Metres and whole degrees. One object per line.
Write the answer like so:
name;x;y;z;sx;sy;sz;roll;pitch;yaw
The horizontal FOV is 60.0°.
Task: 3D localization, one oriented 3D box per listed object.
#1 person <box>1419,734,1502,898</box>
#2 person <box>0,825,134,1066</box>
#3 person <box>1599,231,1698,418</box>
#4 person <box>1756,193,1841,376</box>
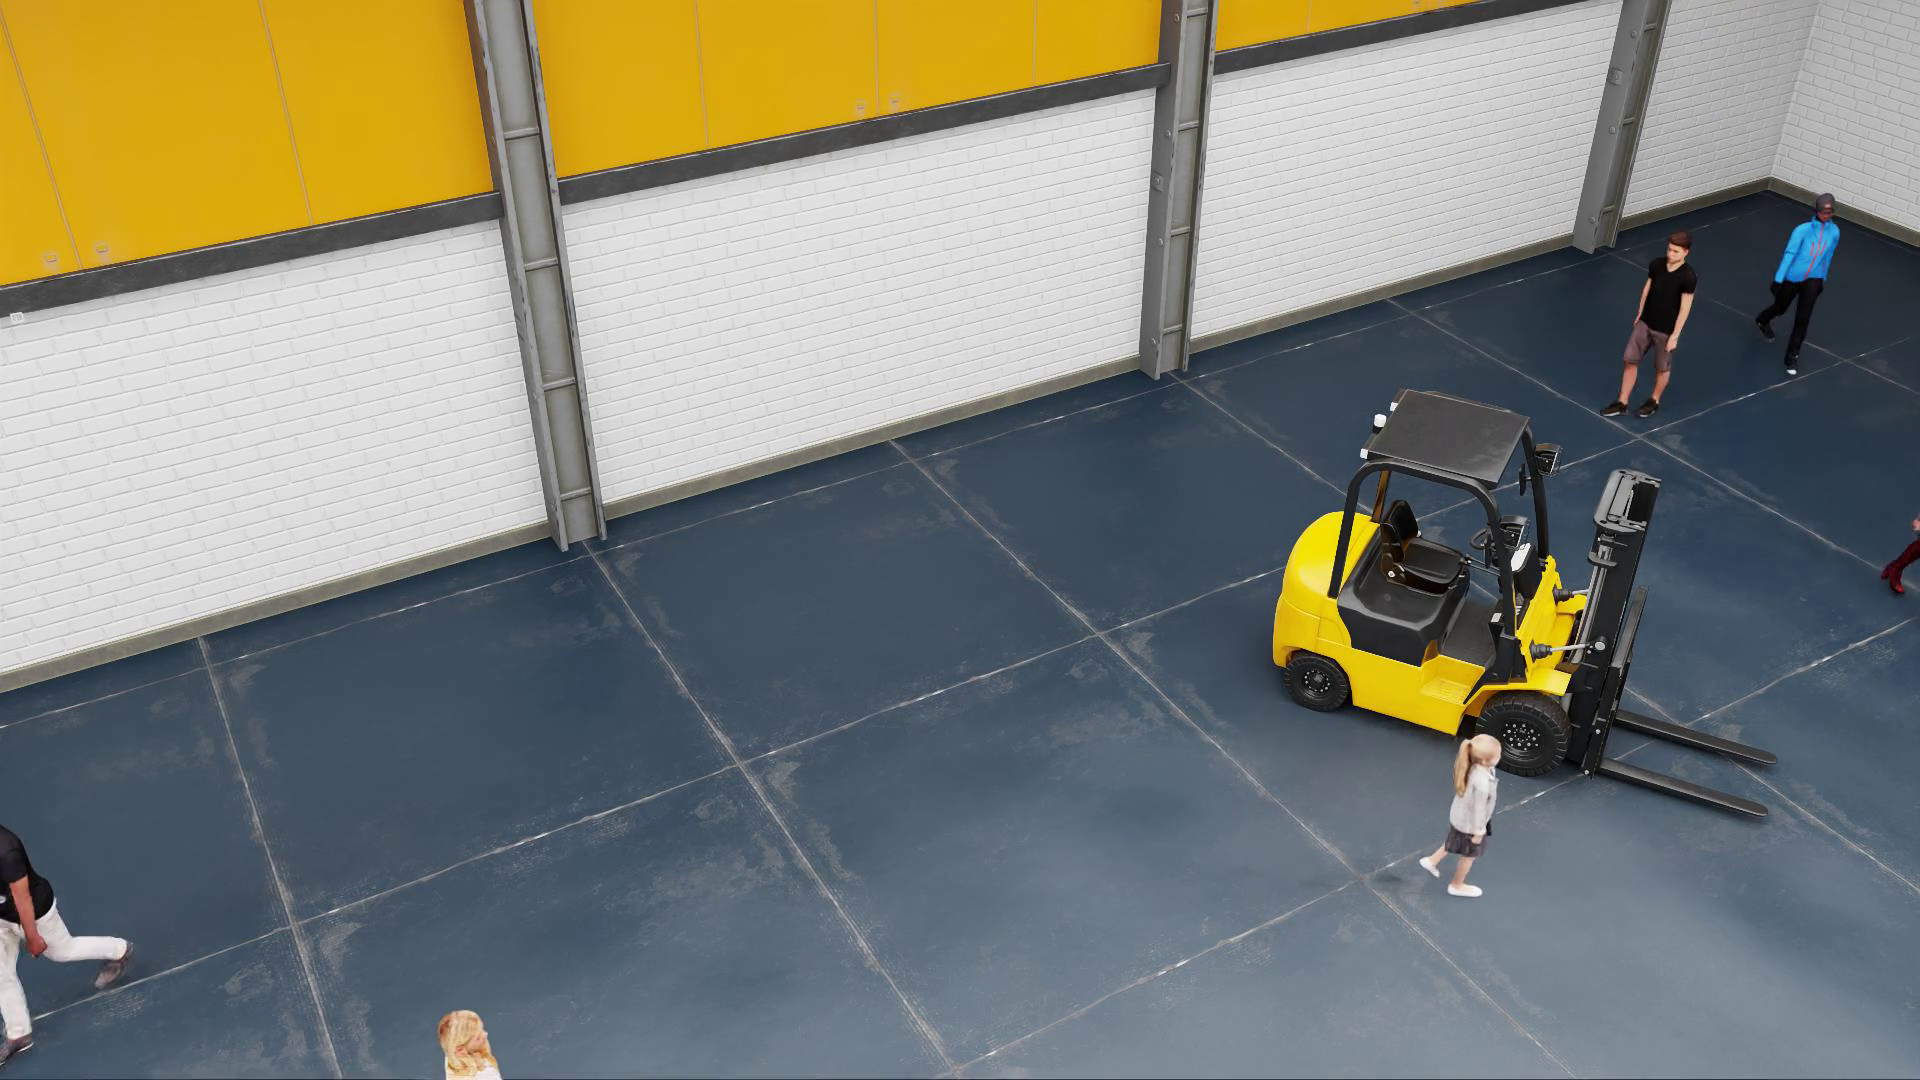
person;3.078;1.685;10.201;0.746;1.266;0.673;2;34;4
person;-5.141;2.023;9.244;1.111;1.762;1.313;16;37;23
person;6.462;-1.976;15.190;0.912;1.840;0.745;-21;39;-28
person;8.131;-2.555;16.140;1.196;1.753;1.161;2;34;3
